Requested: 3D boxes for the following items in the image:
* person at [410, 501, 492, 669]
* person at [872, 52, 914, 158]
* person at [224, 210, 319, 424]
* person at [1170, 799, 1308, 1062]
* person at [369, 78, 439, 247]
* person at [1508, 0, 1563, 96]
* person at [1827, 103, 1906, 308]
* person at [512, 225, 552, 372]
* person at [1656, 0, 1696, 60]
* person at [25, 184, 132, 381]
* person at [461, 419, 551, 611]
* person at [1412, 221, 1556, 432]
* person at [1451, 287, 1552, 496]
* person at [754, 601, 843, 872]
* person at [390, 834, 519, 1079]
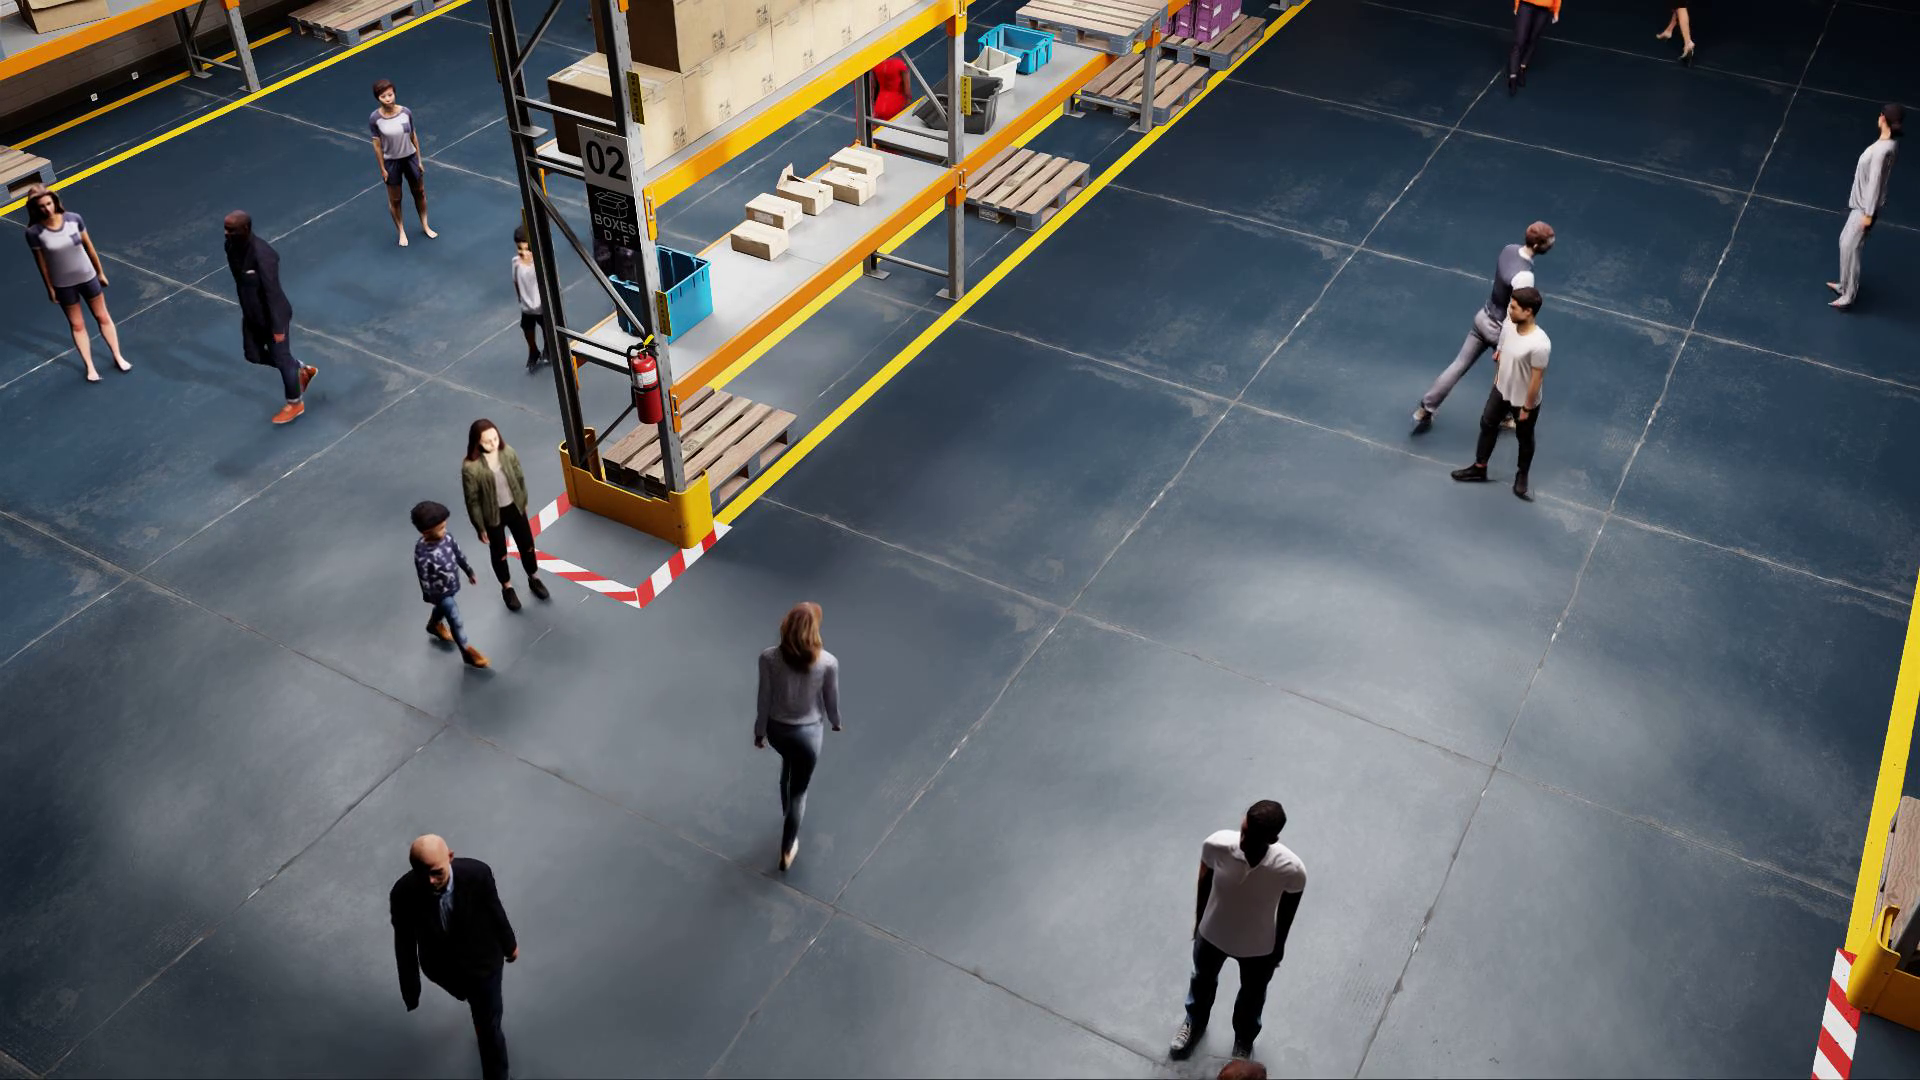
[{"bbox_3d":[-3.432,0.252,10.892,0.622,1.232,0.783,15,41,18],"label":"person"},{"bbox_3d":[-0.691,-4.006,15.822,0.563,1.732,0.754,20,43,23],"label":"person"},{"bbox_3d":[-5.341,-1.781,12.973,0.755,1.811,0.796,25,45,28],"label":"person"},{"bbox_3d":[1.396,1.933,8.282,0.684,1.862,0.581,16,41,19],"label":"person"},{"bbox_3d":[-5.164,-3.502,15.325,0.596,1.566,0.703,-22,44,-25],"label":"person"},{"bbox_3d":[6.225,-5.774,18.038,0.831,1.730,0.999,4,39,5],"label":"person"},{"bbox_3d":[7.883,-2.861,14.379,0.827,1.745,0.540,12,40,15],"label":"person"},{"bbox_3d":[-3.498,-2.056,13.771,0.614,1.245,0.684,0,39,0],"label":"person"},{"bbox_3d":[8.230,-6.258,18.654,1.057,1.716,1.136,-9,39,-11],"label":"person"},{"bbox_3d":[-7.159,-2.104,13.448,0.610,1.723,0.743,-26,45,-29],"label":"person"},{"bbox_3d":[-3.139,-0.195,11.259,0.634,1.472,0.751,-26,46,-29],"label":"person"},{"bbox_3d":[4.007,-1.612,12.688,1.187,1.903,1.217,-8,39,-10],"label":"person"},{"bbox_3d":[4.148,-1.097,12.213,0.937,1.690,0.868,-18,42,-21],"label":"person"},{"bbox_3d":[-0.953,1.153,9.349,0.764,1.748,0.847,-1,39,-1],"label":"person"},{"bbox_3d":[-2.473,2.025,8.246,1.214,1.763,1.287,-9,39,-11],"label":"person"}]
